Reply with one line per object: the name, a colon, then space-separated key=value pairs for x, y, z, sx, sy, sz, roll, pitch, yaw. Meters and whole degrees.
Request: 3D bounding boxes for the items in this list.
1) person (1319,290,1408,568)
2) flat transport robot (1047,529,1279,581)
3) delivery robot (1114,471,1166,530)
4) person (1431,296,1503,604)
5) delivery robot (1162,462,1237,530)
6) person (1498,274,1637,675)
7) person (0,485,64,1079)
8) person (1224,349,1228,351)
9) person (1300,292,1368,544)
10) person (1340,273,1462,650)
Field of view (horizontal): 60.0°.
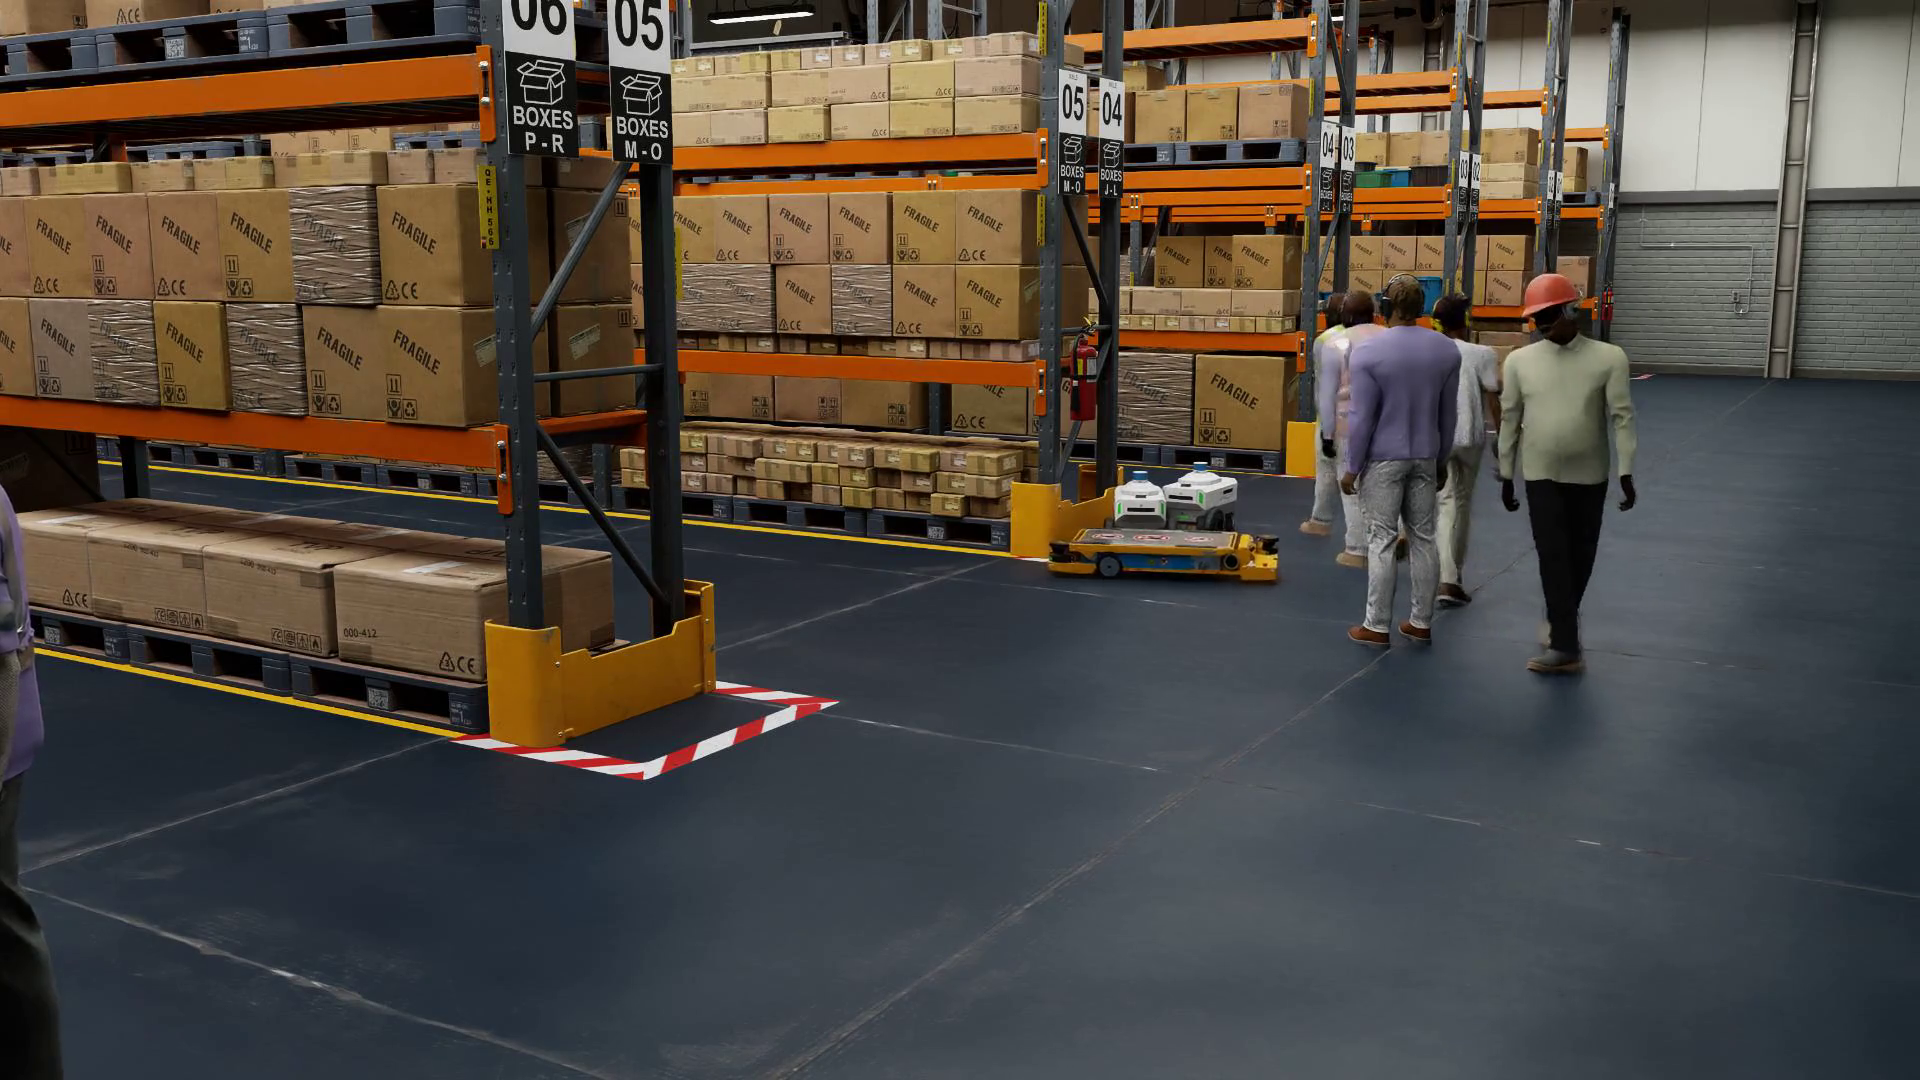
person: x=2.621 y=-0.704 z=10.759 sx=0.635 sy=1.818 sz=0.508 roll=-4 pitch=10 yaw=-20
flat transport robot: x=1.315 y=0.080 z=10.690 sx=1.431 sy=0.197 sz=0.652 roll=2 pitch=10 yaw=12
delivery robot: x=1.231 y=-0.231 z=11.404 sx=0.477 sy=0.478 sz=0.707 roll=1 pitch=10 yaw=4
person: x=2.975 y=-0.541 z=9.889 sx=0.591 sy=1.806 sz=0.946 roll=2 pitch=10 yaw=14
delivery robot: x=1.718 y=-0.317 z=11.909 sx=0.477 sy=0.478 sz=0.707 roll=6 pitch=11 yaw=30
person: x=3.006 y=-0.335 z=8.245 sx=0.671 sy=1.946 sz=0.749 roll=4 pitch=10 yaw=22
person: x=-2.207 y=0.461 z=3.615 sx=0.374 sy=1.925 sz=0.595 roll=-8 pitch=12 yaw=-39
person: x=3.760 y=-2.937 z=23.161 sx=0.369 sy=2.048 sz=0.608 roll=0 pitch=10 yaw=1
person: x=2.788 y=-0.859 z=11.800 sx=0.652 sy=1.791 sz=0.950 roll=-4 pitch=10 yaw=-21
person: x=2.266 y=-0.398 z=8.611 sx=0.627 sy=1.940 sz=0.371 roll=-3 pitch=10 yaw=-16
